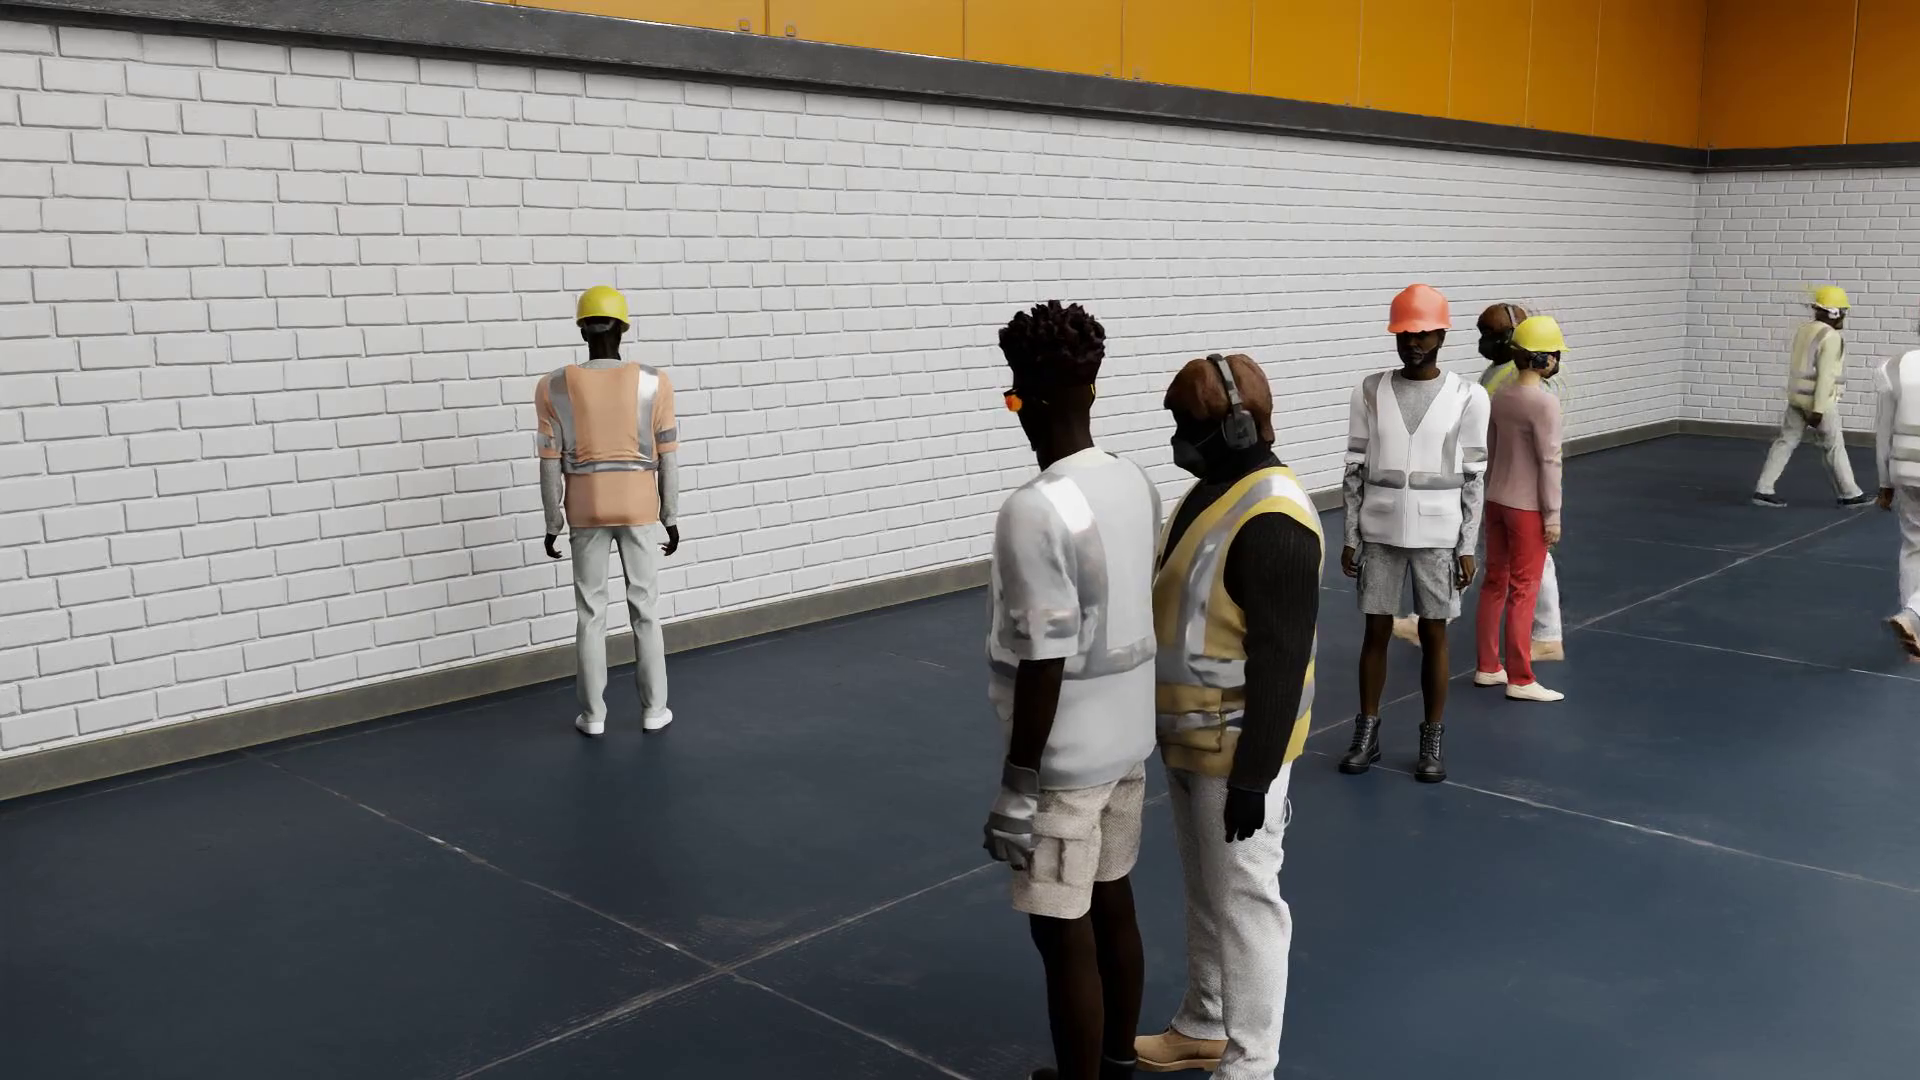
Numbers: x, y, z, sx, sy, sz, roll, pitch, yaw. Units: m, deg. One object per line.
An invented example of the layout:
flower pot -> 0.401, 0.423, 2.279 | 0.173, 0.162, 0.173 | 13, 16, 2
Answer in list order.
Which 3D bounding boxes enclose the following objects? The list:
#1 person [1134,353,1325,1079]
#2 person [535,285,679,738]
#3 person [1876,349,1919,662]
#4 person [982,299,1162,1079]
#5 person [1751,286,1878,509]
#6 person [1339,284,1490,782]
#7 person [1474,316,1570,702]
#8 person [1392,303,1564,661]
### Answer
person -> 0.609, 0.480, 3.934 | 0.429, 1.838, 0.621 | -1, 10, -7
person -> -1.486, -0.112, 7.073 | 0.585, 1.917, 0.382 | -2, 10, -12
person -> 4.803, -0.297, 8.260 | 0.491, 1.867, 0.602 | -6, 12, -31
person -> 0.241, 0.457, 3.698 | 0.369, 1.963, 0.609 | 5, 11, 28
person -> 6.832, -1.128, 13.265 | 0.974, 1.774, 0.606 | 0, 10, -3
person -> 1.758, -0.022, 6.499 | 0.545, 1.938, 0.357 | 4, 11, 23
person -> 2.611, -0.146, 7.693 | 0.327, 1.769, 0.525 | -2, 10, -12
person -> 2.629, -0.274, 8.338 | 0.941, 1.793, 0.645 | 0, 10, -1
